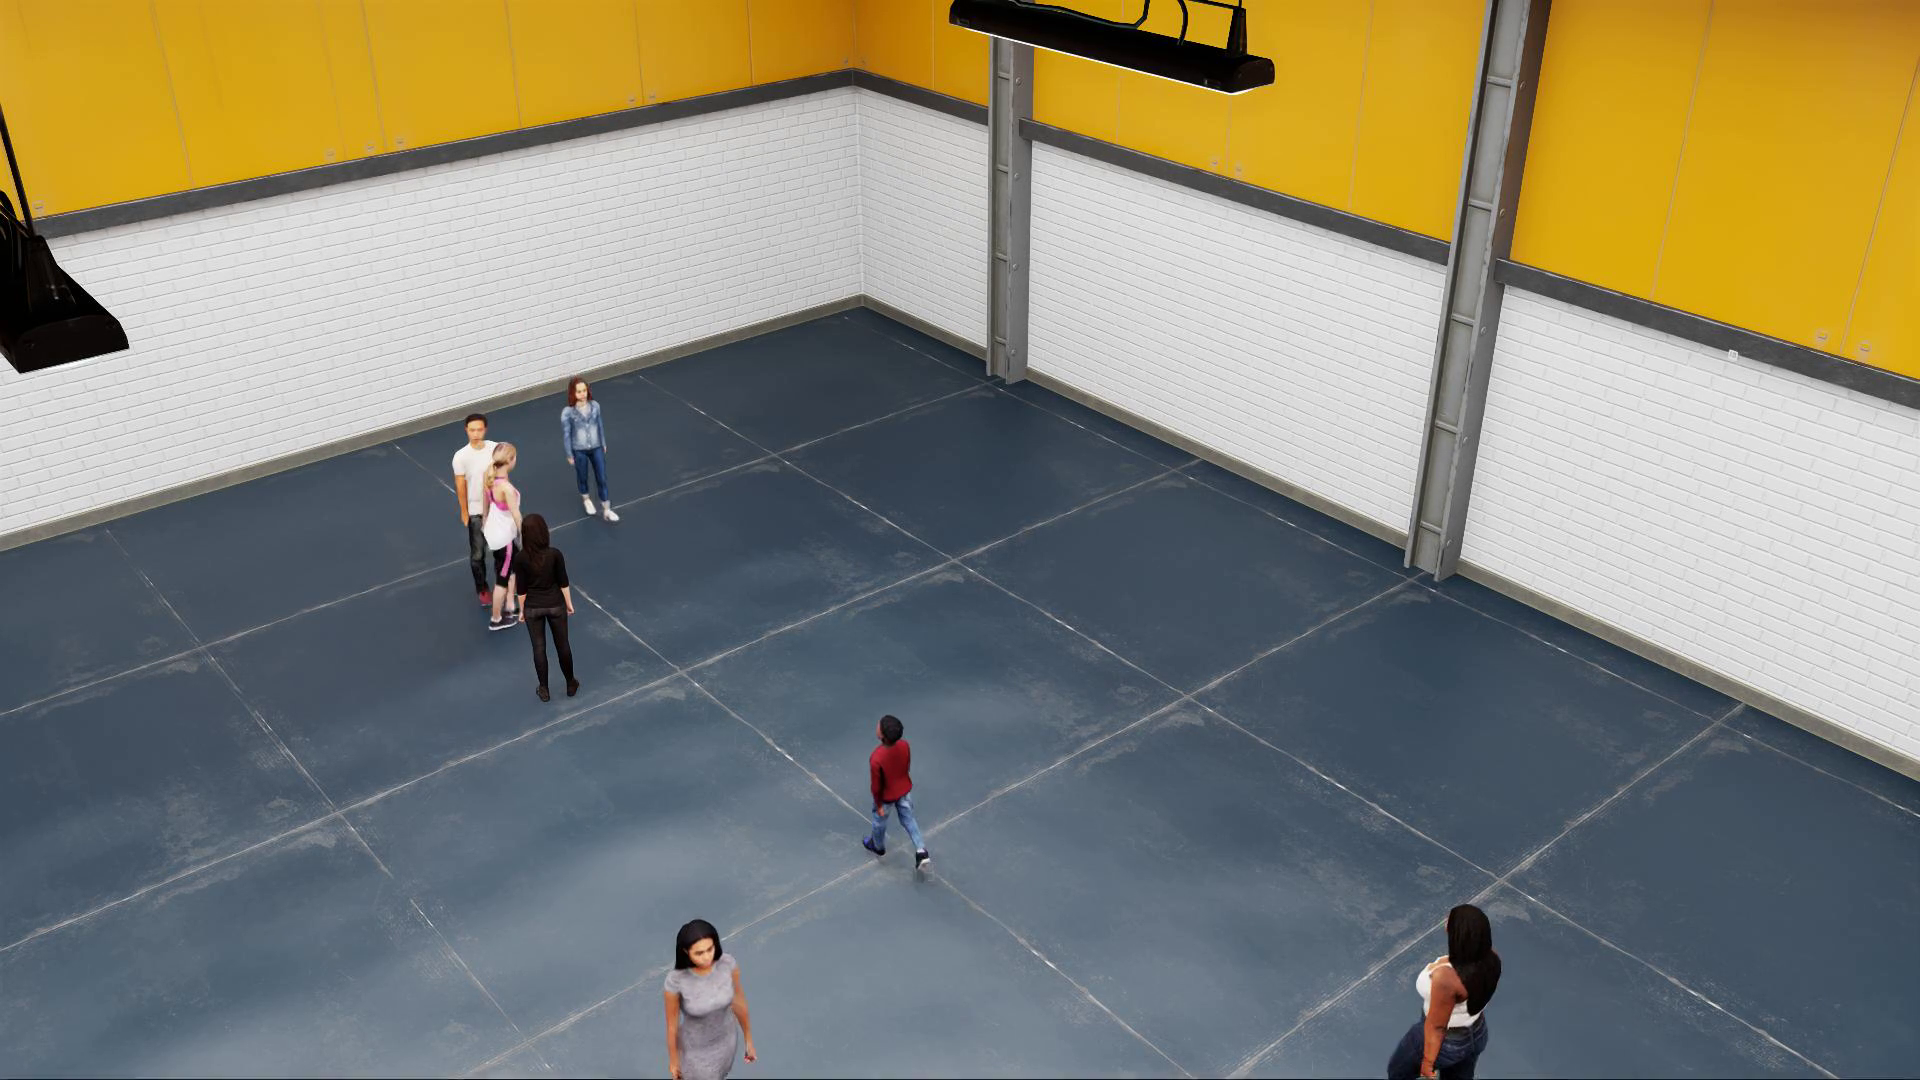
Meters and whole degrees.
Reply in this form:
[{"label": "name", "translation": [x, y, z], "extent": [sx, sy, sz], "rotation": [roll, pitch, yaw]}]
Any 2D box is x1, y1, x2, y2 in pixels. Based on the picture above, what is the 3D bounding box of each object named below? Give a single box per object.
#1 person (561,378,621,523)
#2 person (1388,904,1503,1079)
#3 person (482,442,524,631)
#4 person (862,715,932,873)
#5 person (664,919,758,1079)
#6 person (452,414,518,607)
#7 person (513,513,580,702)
[{"label": "person", "translation": [-3.670, -0.912, 16.211], "extent": [0.664, 1.459, 0.882], "rotation": [-17, 33, -28]}, {"label": "person", "translation": [2.745, 2.788, 9.081], "extent": [0.714, 1.793, 0.841], "rotation": [-16, 32, -26]}, {"label": "person", "translation": [-3.986, 0.031, 14.175], "extent": [0.686, 1.754, 0.566], "rotation": [-25, 37, -38]}, {"label": "person", "translation": [-0.428, 1.763, 11.534], "extent": [0.522, 1.242, 0.826], "rotation": [-20, 34, -32]}, {"label": "person", "translation": [-1.432, 2.758, 9.163], "extent": [0.632, 1.766, 0.795], "rotation": [-19, 34, -31]}, {"label": "person", "translation": [-4.199, -0.298, 14.729], "extent": [0.625, 1.801, 0.522], "rotation": [-21, 35, -34]}, {"label": "person", "translation": [-3.335, 0.541, 13.357], "extent": [0.655, 1.641, 0.629], "rotation": [-8, 30, -15]}]
